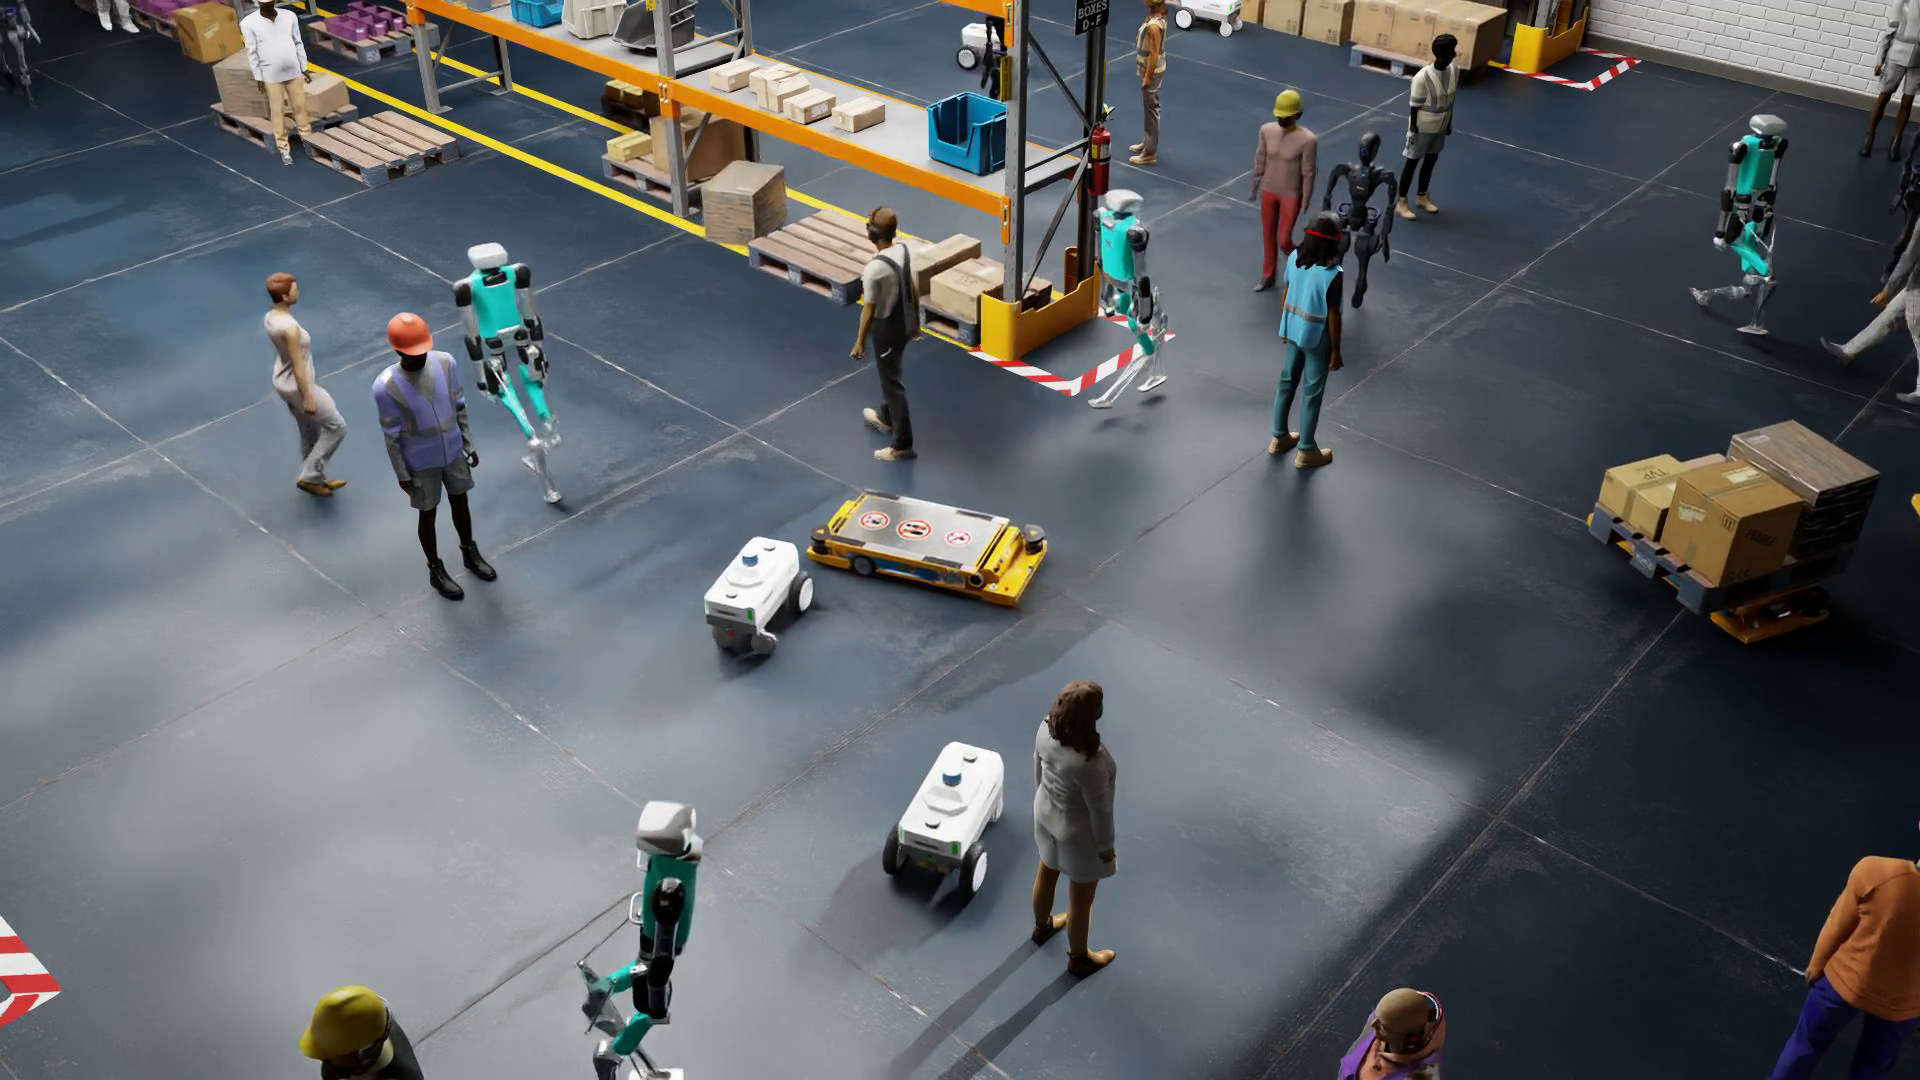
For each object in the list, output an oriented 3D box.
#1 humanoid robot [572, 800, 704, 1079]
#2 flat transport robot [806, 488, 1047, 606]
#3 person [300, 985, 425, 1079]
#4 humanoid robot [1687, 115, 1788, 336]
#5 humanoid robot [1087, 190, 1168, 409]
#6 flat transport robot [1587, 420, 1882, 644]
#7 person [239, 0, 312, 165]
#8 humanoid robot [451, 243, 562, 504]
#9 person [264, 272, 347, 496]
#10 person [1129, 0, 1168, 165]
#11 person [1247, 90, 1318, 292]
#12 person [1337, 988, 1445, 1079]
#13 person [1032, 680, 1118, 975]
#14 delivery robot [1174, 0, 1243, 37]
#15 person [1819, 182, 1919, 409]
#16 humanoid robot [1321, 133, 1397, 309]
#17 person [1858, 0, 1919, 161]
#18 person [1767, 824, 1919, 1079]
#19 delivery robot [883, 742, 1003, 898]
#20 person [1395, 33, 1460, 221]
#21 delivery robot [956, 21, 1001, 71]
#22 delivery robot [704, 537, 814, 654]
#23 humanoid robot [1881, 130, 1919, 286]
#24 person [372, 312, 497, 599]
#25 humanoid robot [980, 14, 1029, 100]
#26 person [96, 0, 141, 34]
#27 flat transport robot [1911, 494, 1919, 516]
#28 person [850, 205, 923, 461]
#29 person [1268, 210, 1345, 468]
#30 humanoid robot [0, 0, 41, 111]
[{"bbox_3d":[-1.418,1.830,6.967,0.808,1.888,0.547,-1,35,-1],"label":"humanoid robot"},{"bbox_3d":[-0.213,0.033,10.762,1.431,0.231,0.659,12,36,17],"label":"flat transport robot"},{"bbox_3d":[-2.102,2.284,6.121,0.404,1.837,0.590,-18,39,-24],"label":"person"},{"bbox_3d":[6.274,-2.387,13.011,0.554,1.729,1.094,-14,37,-19],"label":"humanoid robot"},{"bbox_3d":[1.322,-1.758,12.059,1.013,1.733,0.530,-21,40,-28],"label":"humanoid robot"},{"bbox_3d":[4.761,0.129,10.624,0.659,0.231,1.431,-14,37,-19],"label":"flat transport robot"},{"bbox_3d":[-6.555,-4.527,16.061,0.561,1.751,0.324,-28,43,-34],"label":"person"},{"bbox_3d":[-2.872,-1.031,11.035,0.531,1.758,0.921,-24,41,-31],"label":"humanoid robot"},{"bbox_3d":[-4.346,-1.012,11.058,0.363,1.641,0.460,-25,42,-31],"label":"person"},{"bbox_3d":[1.825,-4.512,16.016,0.306,1.780,0.459,4,35,6],"label":"person"},{"bbox_3d":[2.613,-2.830,13.607,0.537,1.754,0.372,26,42,32],"label":"person"},{"bbox_3d":[1.577,2.279,6.253,0.342,1.693,0.491,-8,35,-11],"label":"person"},{"bbox_3d":[0.538,1.311,7.685,0.339,1.659,0.480,-24,41,-30],"label":"person"},{"bbox_3d":[2.962,-6.318,19.709,0.774,0.592,0.499,22,40,28],"label":"delivery robot"},{"bbox_3d":[6.964,-1.901,12.180,0.565,1.830,1.052,-25,42,-32],"label":"person"},{"bbox_3d":[3.130,-2.486,13.176,0.608,1.633,0.554,11,36,15],"label":"humanoid robot"},{"bbox_3d":[9.162,-4.633,16.067,0.548,1.927,0.390,13,37,18],"label":"person"},{"bbox_3d":[3.712,1.789,6.722,0.520,1.972,0.405,20,39,26],"label":"person"},{"bbox_3d":[-0.044,1.396,8.524,0.499,0.582,0.773,13,37,17],"label":"delivery robot"},{"bbox_3d":[4.219,-3.718,14.947,0.534,1.692,0.320,-20,39,-27],"label":"person"},{"bbox_3d":[0.364,-5.536,18.589,0.796,0.606,0.499,14,37,20],"label":"delivery robot"},{"bbox_3d":[-1.234,0.305,10.133,0.522,0.613,0.784,12,36,16],"label":"delivery robot"},{"bbox_3d":[8.044,-2.876,13.737,0.597,1.653,0.368,6,35,8],"label":"humanoid robot"},{"bbox_3d":[-3.188,-0.517,10.102,0.382,1.932,0.540,28,44,35],"label":"person"},{"bbox_3d":[0.465,-4.680,16.351,0.584,1.644,0.333,-29,44,-35],"label":"humanoid robot"},{"bbox_3d":[-9.920,-6.815,19.248,0.440,1.895,0.665,22,40,29],"label":"person"},{"bbox_3d":[7.139,-0.089,10.939,1.431,0.231,0.659,4,35,5],"label":"flat transport robot"},{"bbox_3d":[-0.531,-1.438,11.547,0.627,1.820,0.542,18,39,25],"label":"person"},{"bbox_3d":[2.394,-1.365,11.383,0.385,1.865,0.538,-23,41,-29],"label":"person"},{"bbox_3d":[-9.990,-5.370,17.374,0.602,1.636,0.692,-16,38,-22],"label":"humanoid robot"}]
